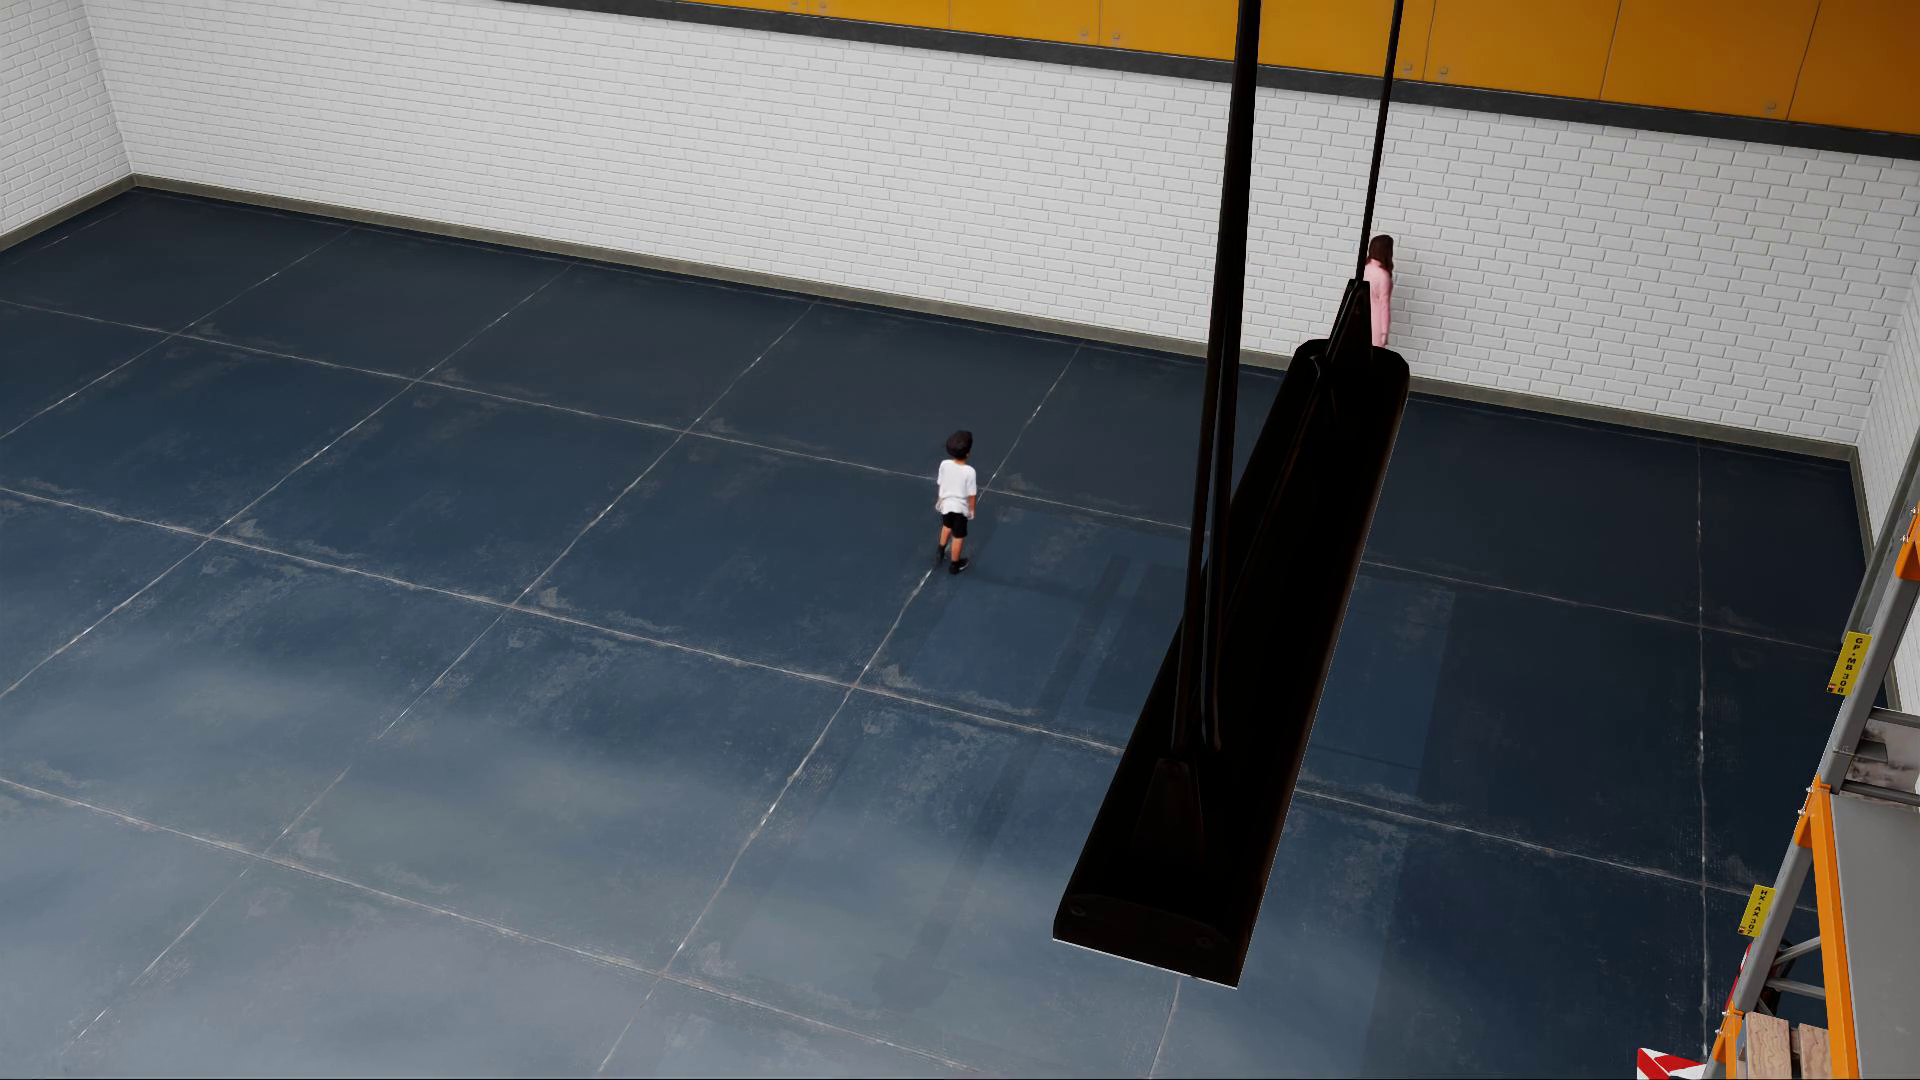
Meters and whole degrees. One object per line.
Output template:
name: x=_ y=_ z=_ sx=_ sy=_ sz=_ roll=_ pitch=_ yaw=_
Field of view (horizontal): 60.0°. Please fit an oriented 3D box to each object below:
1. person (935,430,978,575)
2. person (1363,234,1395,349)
person: x=-0.051 y=-0.293 z=13.494 sx=0.532 sy=1.243 sz=0.542 roll=15 pitch=37 yaw=22
person: x=3.823 y=-2.001 z=15.559 sx=0.737 sy=1.802 sz=0.681 roll=-15 pitch=36 yaw=-21
